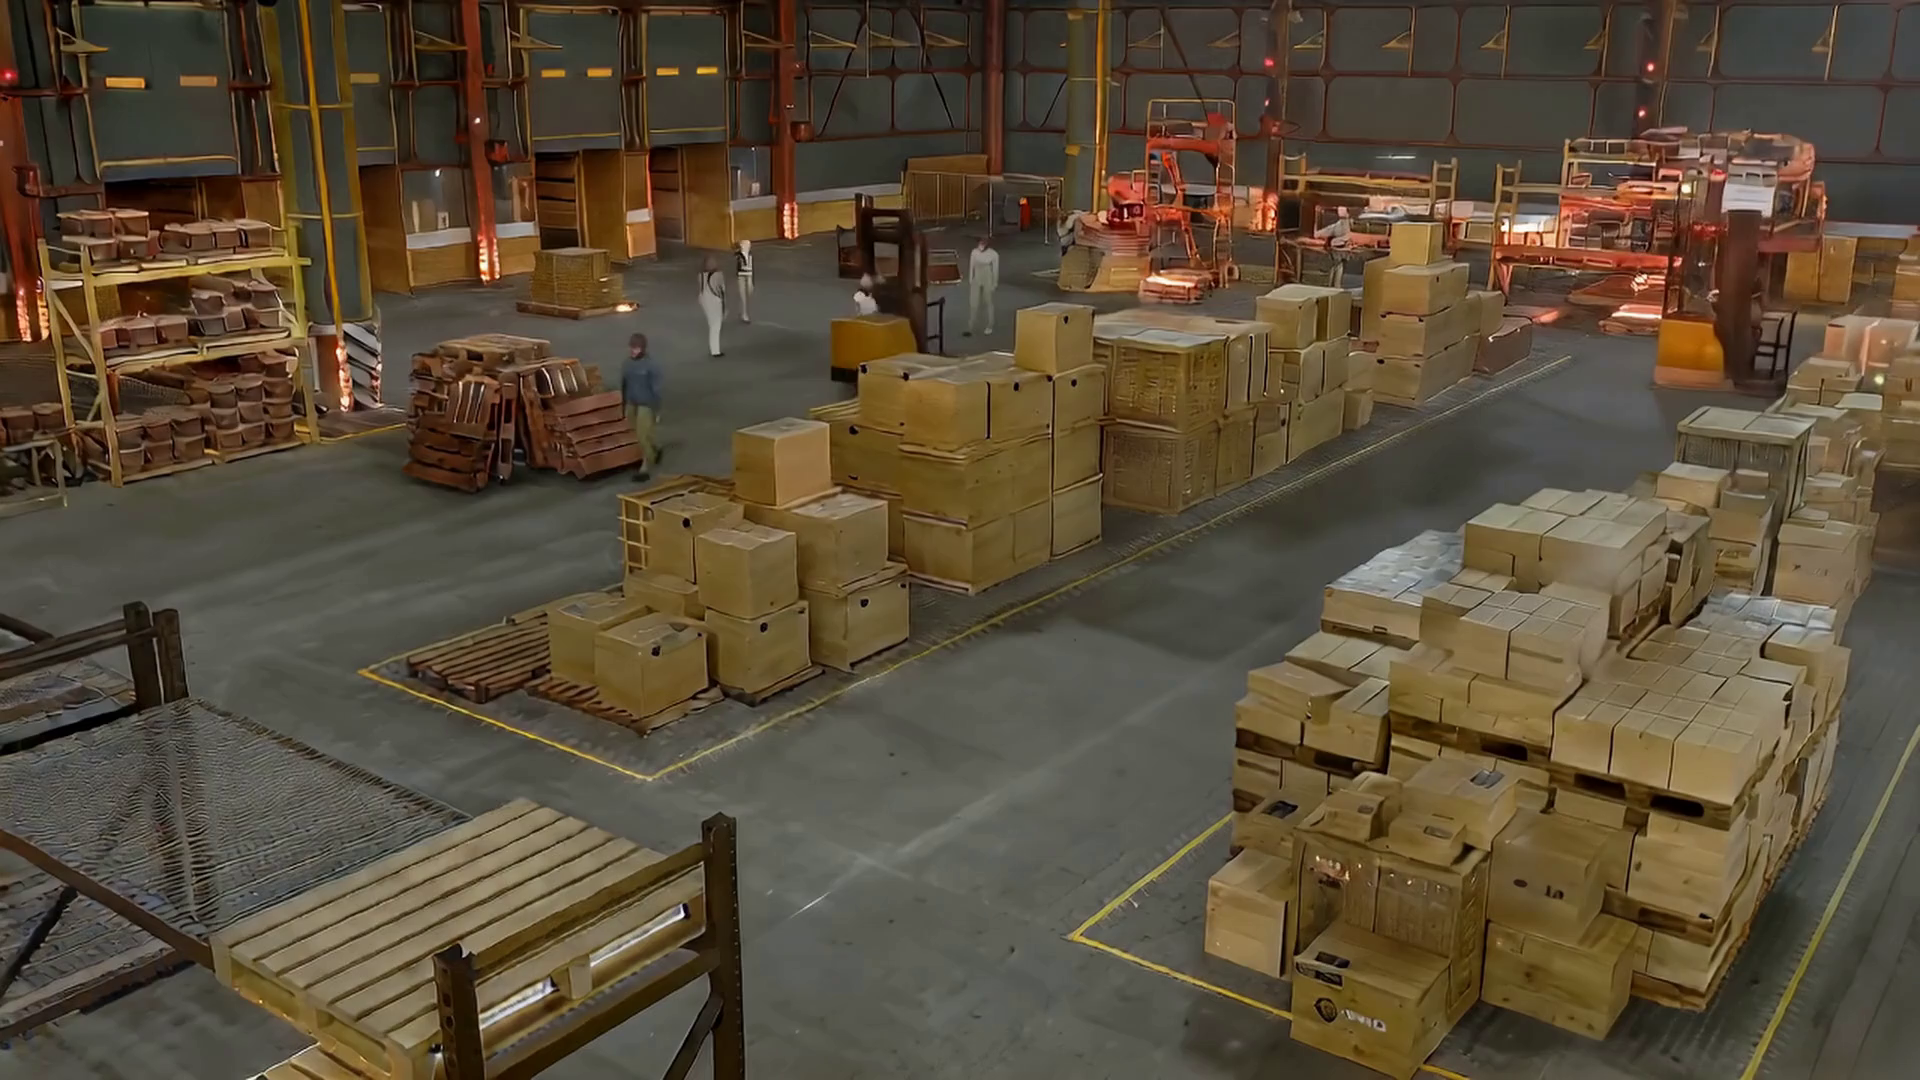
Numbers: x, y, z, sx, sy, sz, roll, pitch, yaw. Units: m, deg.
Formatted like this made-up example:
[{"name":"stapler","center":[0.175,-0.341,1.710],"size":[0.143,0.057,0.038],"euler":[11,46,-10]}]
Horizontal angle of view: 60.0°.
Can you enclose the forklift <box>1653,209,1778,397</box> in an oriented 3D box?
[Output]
[{"name":"forklift","center":[12.271,-3.827,26.446],"size":[1.873,2.768,1.129],"euler":[12,21,35]}]

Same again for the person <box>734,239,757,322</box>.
[{"name":"person","center":[-4.249,-5.124,32.877],"size":[0.373,1.623,0.510],"euler":[15,22,40]}]

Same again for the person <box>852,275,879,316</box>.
[{"name":"person","center":[-1.520,-3.435,27.086],"size":[0.486,1.744,0.294],"euler":[-10,19,-29]}]

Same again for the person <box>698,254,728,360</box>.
[{"name":"person","center":[-4.306,-4.096,29.174],"size":[0.574,1.800,0.740],"euler":[7,18,21]}]

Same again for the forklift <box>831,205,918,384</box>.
[{"name":"forklift","center":[-1.186,-4.019,27.081],"size":[1.129,2.768,1.873],"euler":[10,20,31]}]

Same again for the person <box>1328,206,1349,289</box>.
[{"name":"person","center":[8.268,-6.308,36.292],"size":[0.544,1.932,0.377],"euler":[-10,20,-30]}]

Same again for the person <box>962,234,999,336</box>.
[{"name":"person","center":[0.396,-4.769,31.232],"size":[0.650,1.892,0.977],"euler":[9,19,27]}]

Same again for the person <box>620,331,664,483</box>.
[{"name":"person","center":[-3.995,-1.709,21.059],"size":[0.640,1.921,0.577],"euler":[10,20,31]}]

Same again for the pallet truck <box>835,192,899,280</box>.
[{"name":"pallet truck","center":[-1.936,-7.159,38.982],"size":[1.885,1.965,0.823],"euler":[-12,21,-34]}]
